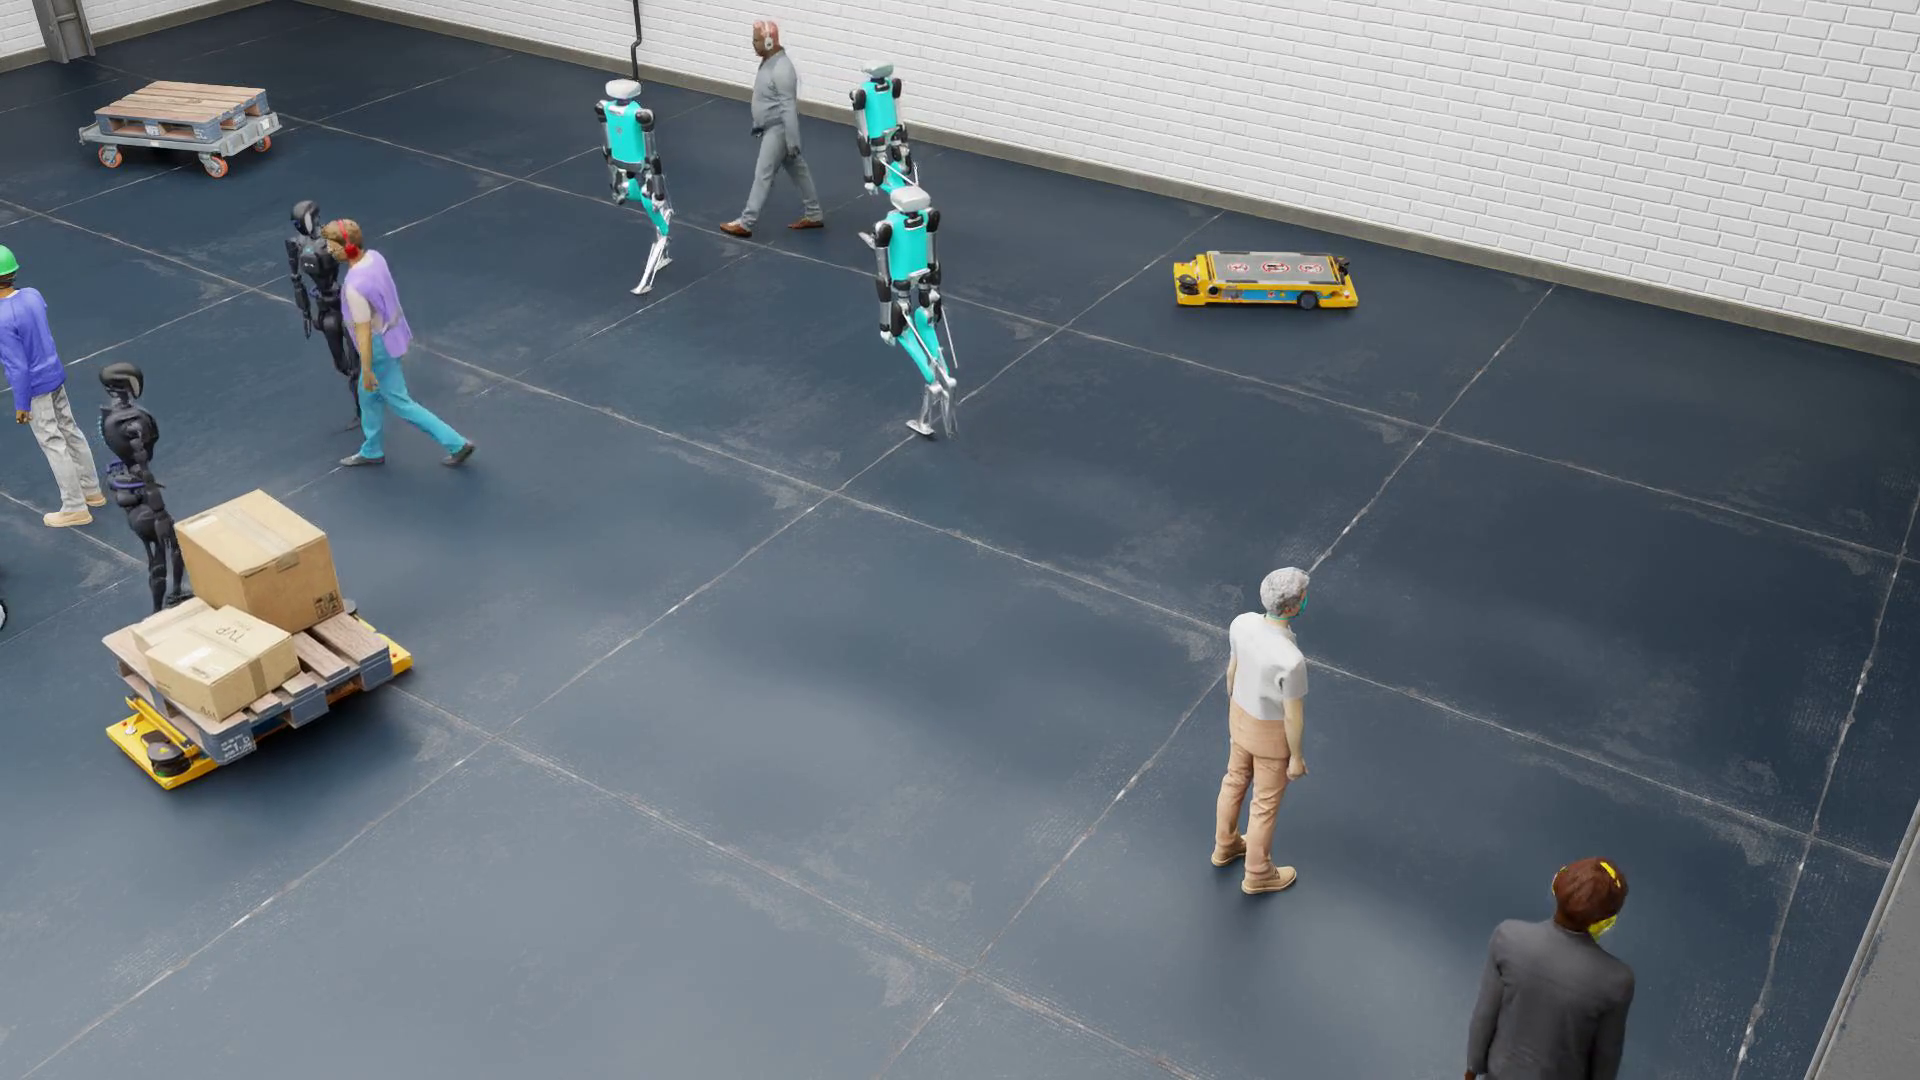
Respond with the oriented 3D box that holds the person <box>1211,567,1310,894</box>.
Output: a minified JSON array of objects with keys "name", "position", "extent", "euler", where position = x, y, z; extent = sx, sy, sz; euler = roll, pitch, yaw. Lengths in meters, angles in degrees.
[{"name":"person","position":[1.391,0.860,7.550],"extent":[0.312,1.746,0.491],"euler":[-17,37,-25]}]

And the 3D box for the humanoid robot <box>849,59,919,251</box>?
[{"name":"humanoid robot","position":[-0.465,-3.002,13.596],"extent":[1.067,1.727,0.535],"euler":[25,40,33]}]

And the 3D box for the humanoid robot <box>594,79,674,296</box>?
[{"name":"humanoid robot","position":[-2.512,-2.875,13.364],"extent":[0.540,1.734,0.978],"euler":[16,36,23]}]

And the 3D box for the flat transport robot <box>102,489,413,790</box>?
[{"name":"flat transport robot","position":[-3.778,0.806,9.001],"extent":[0.659,0.231,1.431],"euler":[26,41,34]}]

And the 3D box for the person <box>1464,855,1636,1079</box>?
[{"name":"person","position":[2.022,1.878,5.878],"extent":[0.498,1.841,0.854],"euler":[24,40,32]}]

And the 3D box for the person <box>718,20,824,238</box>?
[{"name":"person","position":[-1.650,-3.504,14.241],"extent":[0.981,1.854,0.664],"euler":[-5,33,-8]}]

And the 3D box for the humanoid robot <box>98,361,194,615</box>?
[{"name":"humanoid robot","position":[-4.601,-0.247,9.341],"extent":[0.378,1.638,0.608],"euler":[-21,38,-29]}]

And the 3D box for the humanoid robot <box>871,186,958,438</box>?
[{"name":"humanoid robot","position":[-0.204,-1.395,11.169],"extent":[0.540,1.901,0.708],"euler":[-27,41,-35]}]

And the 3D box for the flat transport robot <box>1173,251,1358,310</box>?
[{"name":"flat transport robot","position":[2.479,-2.117,13.551],"extent":[1.431,0.231,0.659],"euler":[1,33,2]}]

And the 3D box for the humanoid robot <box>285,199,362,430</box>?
[{"name":"humanoid robot","position":[-4.250,-1.605,11.490],"extent":[0.596,1.646,0.541],"euler":[7,33,10]}]

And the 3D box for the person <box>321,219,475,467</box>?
[{"name":"person","position":[-3.707,-1.234,10.762],"extent":[0.889,1.804,0.576],"euler":[-3,33,-4]}]

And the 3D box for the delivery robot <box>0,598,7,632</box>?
[{"name":"delivery robot","position":[-5.848,0.415,9.364],"extent":[0.499,0.614,0.791],"euler":[11,34,17]}]

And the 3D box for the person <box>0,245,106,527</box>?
[{"name":"person","position":[-5.695,-0.949,10.252],"extent":[0.340,1.873,0.461],"euler":[1,33,1]}]
